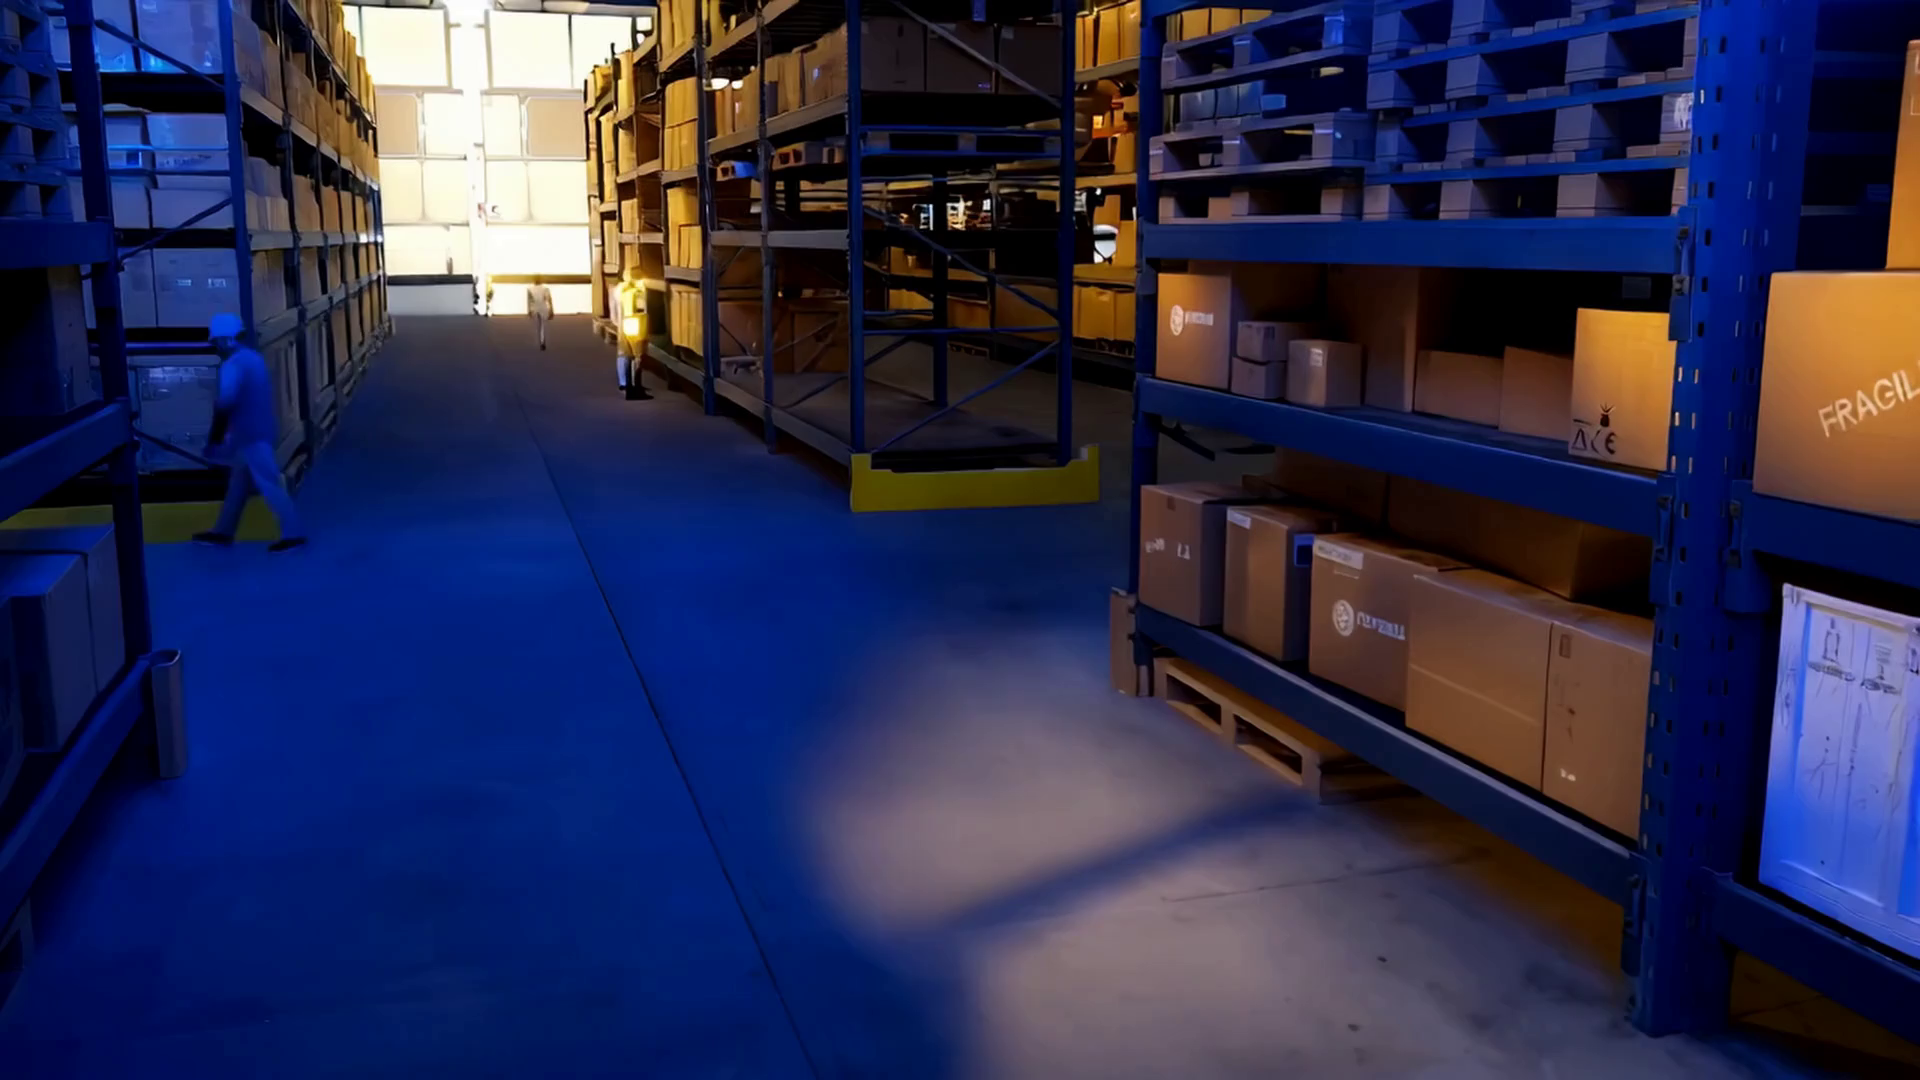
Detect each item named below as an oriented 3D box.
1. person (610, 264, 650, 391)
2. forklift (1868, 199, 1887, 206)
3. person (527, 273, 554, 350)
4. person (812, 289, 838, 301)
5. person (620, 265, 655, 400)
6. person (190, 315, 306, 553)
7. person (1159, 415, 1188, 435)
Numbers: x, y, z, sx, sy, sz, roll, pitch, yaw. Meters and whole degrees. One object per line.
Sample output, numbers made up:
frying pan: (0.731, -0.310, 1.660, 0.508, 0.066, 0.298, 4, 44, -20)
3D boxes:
person: (-5.016, -3.218, 25.295, 0.638, 1.938, 0.356, 6, 12, 30)
forklift: (11.338, -2.915, 21.052, 1.129, 2.768, 1.873, -3, 11, -17)
person: (-8.806, -4.795, 34.870, 0.536, 1.597, 0.860, -2, 10, -9)
person: (-3.460, -6.410, 43.233, 0.637, 1.790, 0.944, 6, 12, 28)
person: (-4.659, -2.983, 24.010, 0.358, 1.936, 0.552, -9, 13, -39)
person: (-5.329, -0.776, 12.361, 0.870, 1.774, 0.623, -2, 11, -10)
person: (2.501, -2.191, 19.753, 0.643, 1.908, 0.411, -2, 11, -10)
